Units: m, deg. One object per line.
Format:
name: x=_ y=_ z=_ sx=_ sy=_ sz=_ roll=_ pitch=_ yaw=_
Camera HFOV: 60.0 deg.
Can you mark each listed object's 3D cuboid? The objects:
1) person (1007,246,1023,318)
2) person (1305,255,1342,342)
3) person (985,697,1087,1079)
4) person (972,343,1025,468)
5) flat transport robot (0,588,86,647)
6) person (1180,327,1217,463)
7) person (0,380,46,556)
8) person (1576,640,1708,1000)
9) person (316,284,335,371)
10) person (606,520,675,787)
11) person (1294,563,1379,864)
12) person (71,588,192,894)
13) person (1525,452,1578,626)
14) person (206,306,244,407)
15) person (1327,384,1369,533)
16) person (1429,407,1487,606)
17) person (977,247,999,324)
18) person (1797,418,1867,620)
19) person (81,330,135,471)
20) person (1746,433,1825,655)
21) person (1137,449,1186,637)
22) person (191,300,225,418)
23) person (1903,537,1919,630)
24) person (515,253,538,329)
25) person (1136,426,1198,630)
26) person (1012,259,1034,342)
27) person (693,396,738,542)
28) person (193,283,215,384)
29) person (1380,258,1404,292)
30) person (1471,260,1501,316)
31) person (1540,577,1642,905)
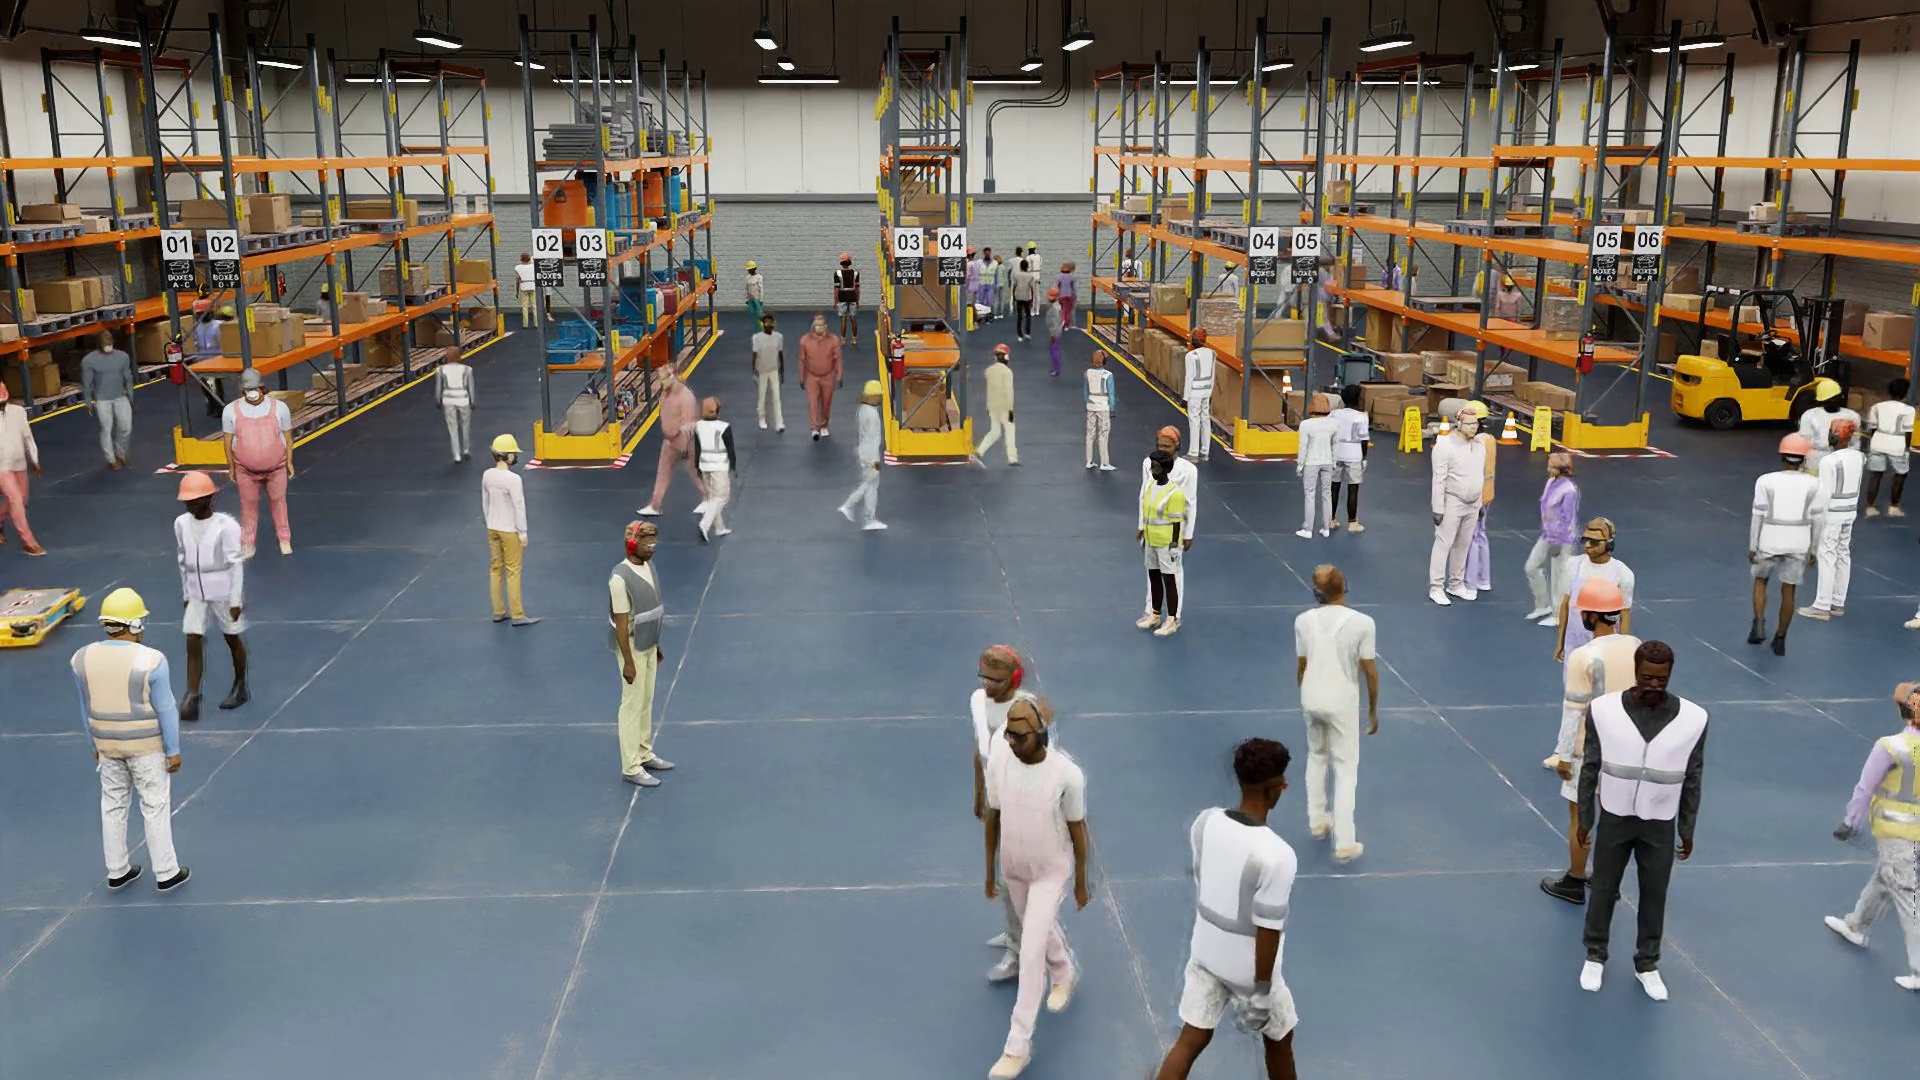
person: x=1.474 y=-6.674 z=42.990 sx=0.528 sy=1.840 sz=0.839 roll=4 pitch=14 yaw=16
person: x=8.182 y=-5.493 z=37.538 sx=1.055 sy=2.000 sz=0.726 roll=8 pitch=15 yaw=30
person: x=0.378 y=1.588 z=8.081 sx=0.506 sy=1.801 sz=0.983 roll=8 pitch=16 yaw=31
person: x=0.516 y=-1.820 z=22.692 sx=0.727 sy=1.710 sz=0.619 roll=-8 pitch=16 yaw=-32
flat transport robot: x=-8.551 y=0.687 z=15.150 sx=0.652 sy=0.197 sz=1.431 roll=-2 pitch=14 yaw=-10
person: x=3.310 y=-2.017 z=23.155 sx=0.574 sy=1.882 sz=0.356 roll=-11 pitch=17 yaw=-40
person: x=-10.302 y=-0.797 z=17.868 sx=0.856 sy=1.938 sz=0.649 roll=5 pitch=14 yaw=21
person: x=3.473 y=1.418 z=8.541 sx=0.586 sy=1.912 sz=0.383 roll=4 pitch=14 yaw=17
person: x=-12.362 y=-4.151 z=32.592 sx=0.507 sy=1.694 sz=0.920 roll=0 pitch=13 yaw=0
person: x=-2.222 y=0.765 z=11.461 sx=0.390 sy=1.839 sz=0.564 roll=2 pitch=13 yaw=9
person: x=2.312 y=1.051 z=10.315 sx=0.551 sy=1.800 sz=0.589 roll=9 pitch=16 yaw=33
person: x=-4.841 y=1.179 z=9.754 sx=0.586 sy=1.823 sz=0.404 roll=2 pitch=13 yaw=7
person: x=5.377 y=-0.001 z=15.150 sx=0.444 sy=1.622 sz=0.535 roll=-1 pitch=13 yaw=-3
person: x=-12.310 y=-3.060 z=27.919 sx=0.524 sy=1.720 sz=0.916 roll=5 pitch=14 yaw=21
person: x=4.403 y=-0.929 z=18.935 sx=0.537 sy=1.698 sz=0.321 roll=12 pitch=18 yaw=41
person: x=4.801 y=-0.331 z=15.956 sx=0.651 sy=1.906 sz=0.401 roll=-8 pitch=15 yaw=-30
person: x=0.662 y=-6.344 z=41.413 sx=0.631 sy=1.908 sz=0.475 roll=0 pitch=13 yaw=-2
person: x=8.101 y=-0.195 z=15.431 sx=0.575 sy=1.883 sz=0.362 roll=-7 pitch=15 yaw=-28
person: x=-11.449 y=-1.868 z=22.435 sx=0.665 sy=1.918 sz=0.572 roll=-13 pitch=18 yaw=-43
person: x=7.122 y=0.037 z=14.377 sx=0.564 sy=1.921 sz=0.434 roll=6 pitch=14 yaw=23
person: x=1.810 y=0.019 z=14.944 sx=0.319 sy=1.694 sz=0.533 roll=-7 pitch=15 yaw=-28
person: x=-12.141 y=-2.918 z=26.918 sx=0.540 sy=1.914 sz=0.403 roll=0 pitch=13 yaw=2
person: x=8.852 y=-0.050 z=14.899 sx=0.345 sy=1.846 sz=0.506 roll=-7 pitch=15 yaw=-26
person: x=-10.429 y=-6.001 z=40.125 sx=0.563 sy=1.838 sz=0.389 roll=-7 pitch=15 yaw=-28
person: x=1.865 y=-0.107 z=15.075 sx=0.577 sy=1.880 sz=0.383 roll=11 pitch=17 yaw=39
person: x=1.431 y=-5.444 z=37.766 sx=0.535 sy=1.846 sz=0.748 roll=2 pitch=13 yaw=8
person: x=-2.759 y=-0.787 z=18.485 sx=0.520 sy=1.618 sz=0.656 roll=8 pitch=16 yaw=31
person: x=-14.006 y=-3.821 z=30.852 sx=0.319 sy=1.861 sz=0.515 roll=0 pitch=13 yaw=-2
person: x=10.128 y=-5.760 z=39.124 sx=0.430 sy=1.836 sz=0.635 roll=-8 pitch=16 yaw=-32
person: x=12.263 y=-5.712 z=38.947 sx=0.624 sy=1.807 sz=0.718 roll=-1 pitch=13 yaw=-4
person: x=3.655 y=1.159 z=9.609 sx=0.544 sy=1.930 sz=0.389 roll=-6 pitch=15 yaw=-24
